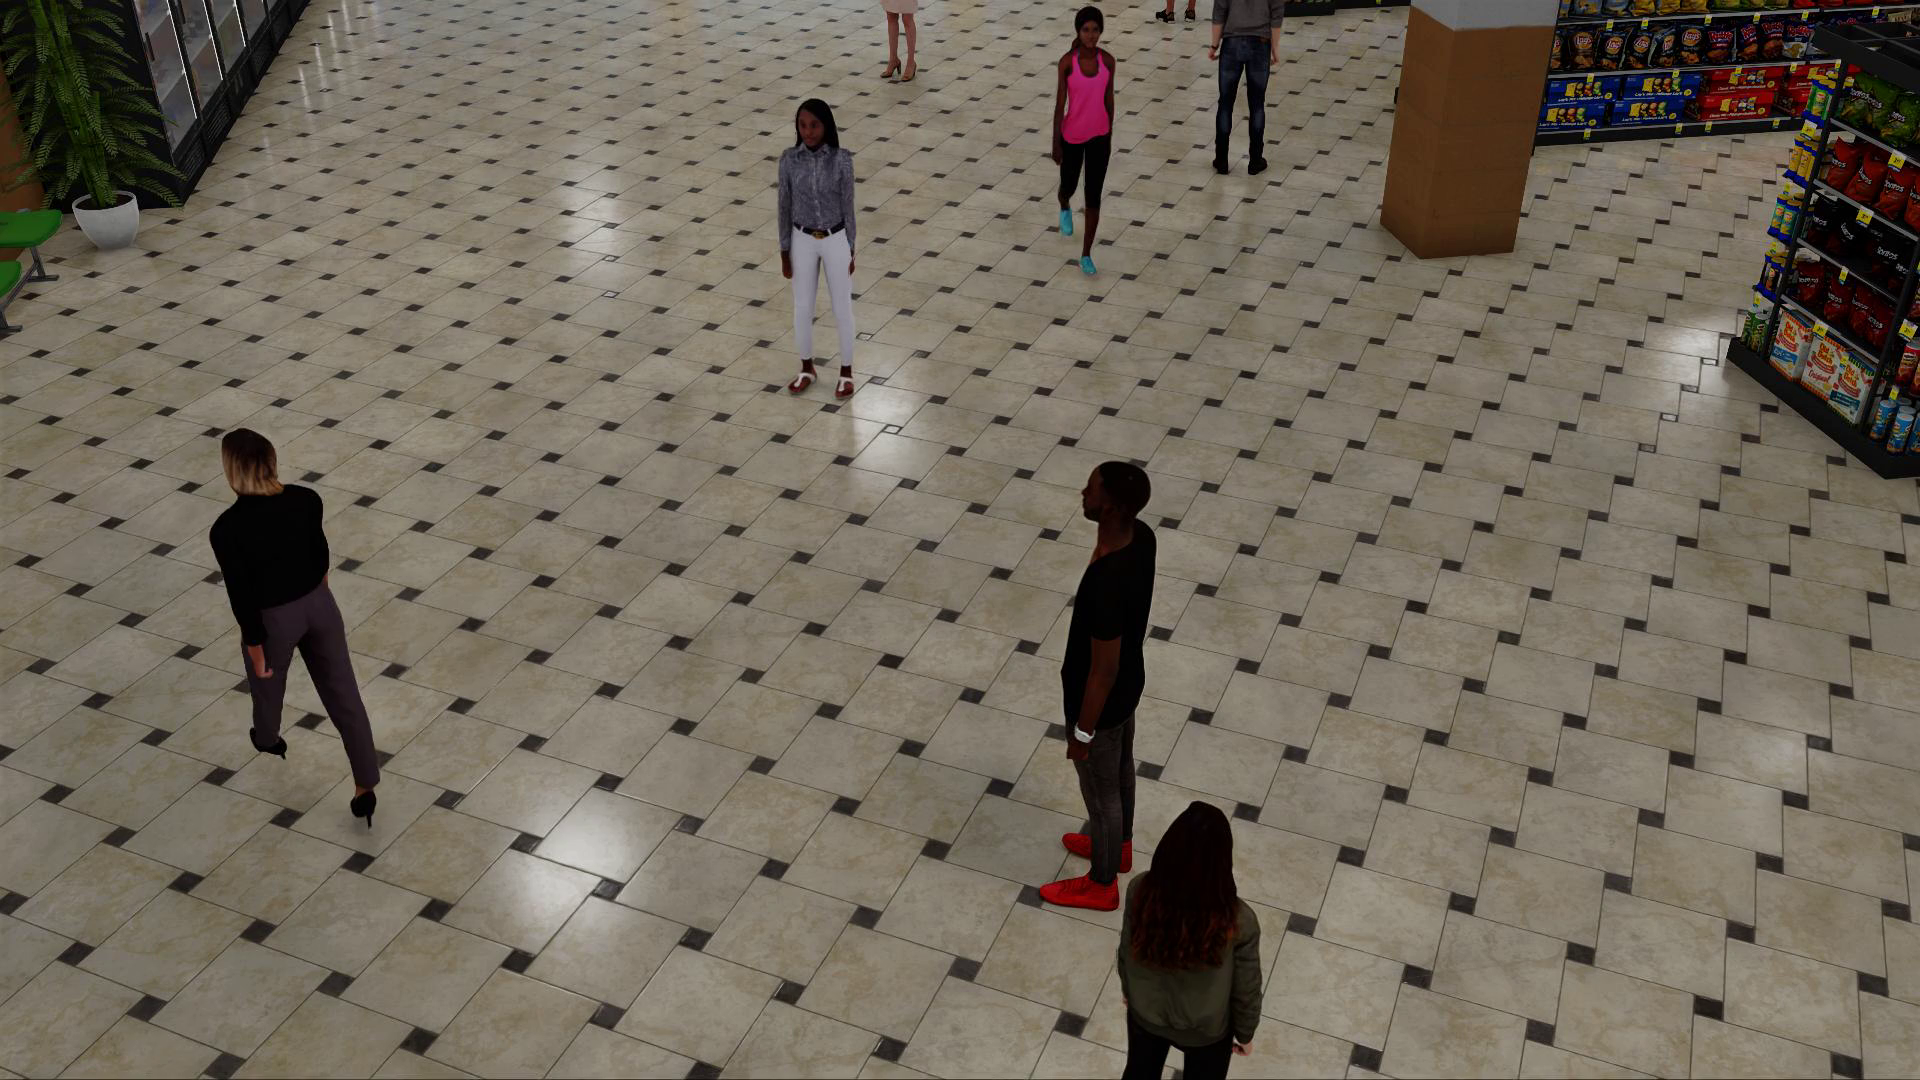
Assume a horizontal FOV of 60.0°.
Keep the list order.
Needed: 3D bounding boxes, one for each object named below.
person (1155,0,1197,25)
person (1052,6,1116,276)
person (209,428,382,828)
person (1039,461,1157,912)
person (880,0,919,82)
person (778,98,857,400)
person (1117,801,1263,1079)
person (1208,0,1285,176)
[{"bbox_3d":[2.186,-6.022,16.257,0.504,1.861,0.730,-5,32,-9],"label":"person"},{"bbox_3d":[0.807,-2.671,11.029,1.033,1.696,0.677,-3,32,-4],"label":"person"},{"bbox_3d":[-2.414,0.383,6.182,1.060,1.632,1.045,24,39,33],"label":"person"},{"bbox_3d":[0.518,0.521,5.794,0.704,1.806,0.713,11,33,16],"label":"person"},{"bbox_3d":[-0.537,-4.928,14.620,0.684,1.735,0.748,19,37,28],"label":"person"},{"bbox_3d":[-0.786,-1.631,9.330,0.551,1.724,0.704,3,32,5],"label":"person"},{"bbox_3d":[0.632,1.352,4.773,0.626,1.474,0.708,16,35,24],"label":"person"},{"bbox_3d":[2.144,-3.702,12.489,0.670,1.905,0.830,7,33,11],"label":"person"}]
